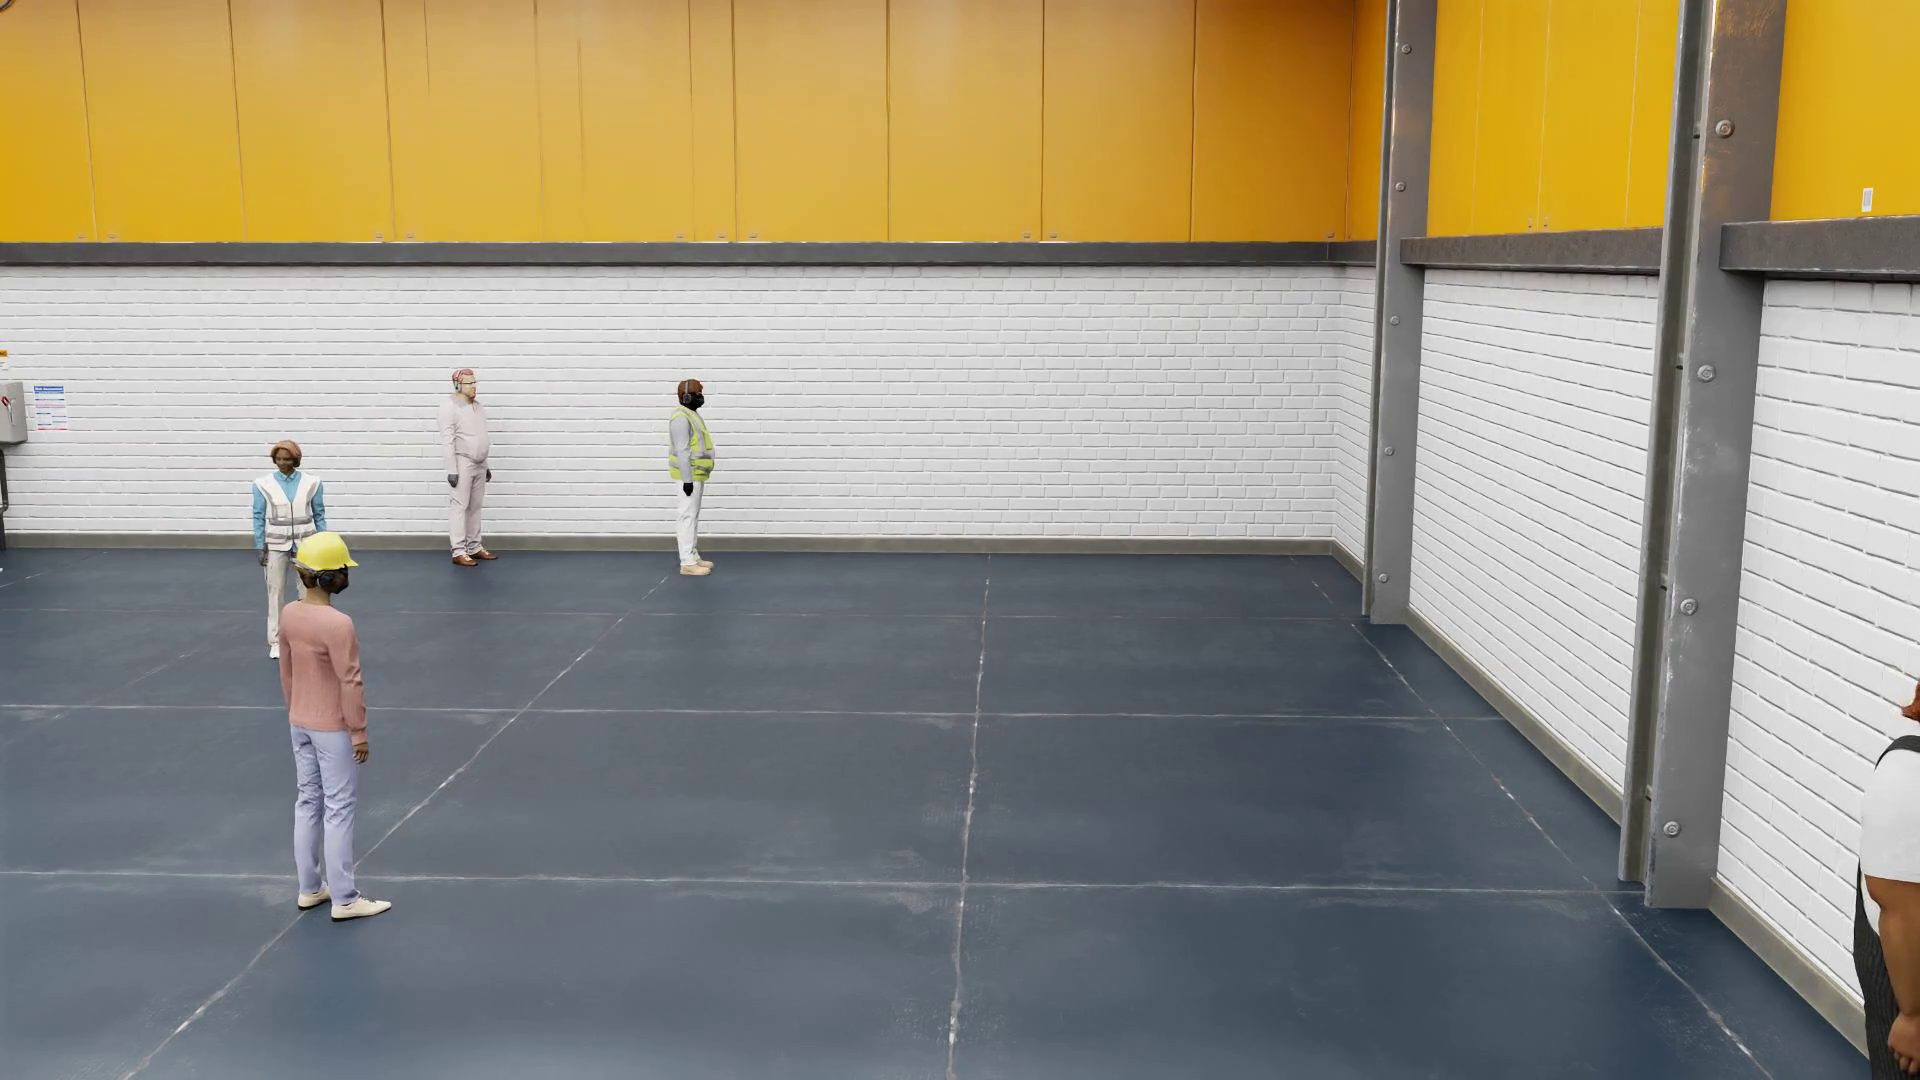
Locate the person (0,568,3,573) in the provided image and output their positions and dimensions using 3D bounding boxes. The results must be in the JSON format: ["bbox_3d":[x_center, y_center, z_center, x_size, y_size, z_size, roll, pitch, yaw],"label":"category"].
[{"bbox_3d":[-9.552,-0.622,15.816,0.978,1.872,0.631,3,10,19],"label":"person"}]

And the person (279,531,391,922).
[{"bbox_3d":[-2.851,0.837,7.543,0.533,1.767,0.322,7,12,36],"label":"person"}]

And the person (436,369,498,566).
[{"bbox_3d":[-4.783,-0.712,16.203,0.410,1.909,0.642,3,10,16],"label":"person"}]

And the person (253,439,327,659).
[{"bbox_3d":[-5.005,0.061,12.459,0.514,1.637,0.315,-6,11,-30],"label":"person"}]

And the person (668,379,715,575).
[{"bbox_3d":[-2.528,-0.599,15.727,0.429,1.845,0.621,0,10,-1],"label":"person"}]
